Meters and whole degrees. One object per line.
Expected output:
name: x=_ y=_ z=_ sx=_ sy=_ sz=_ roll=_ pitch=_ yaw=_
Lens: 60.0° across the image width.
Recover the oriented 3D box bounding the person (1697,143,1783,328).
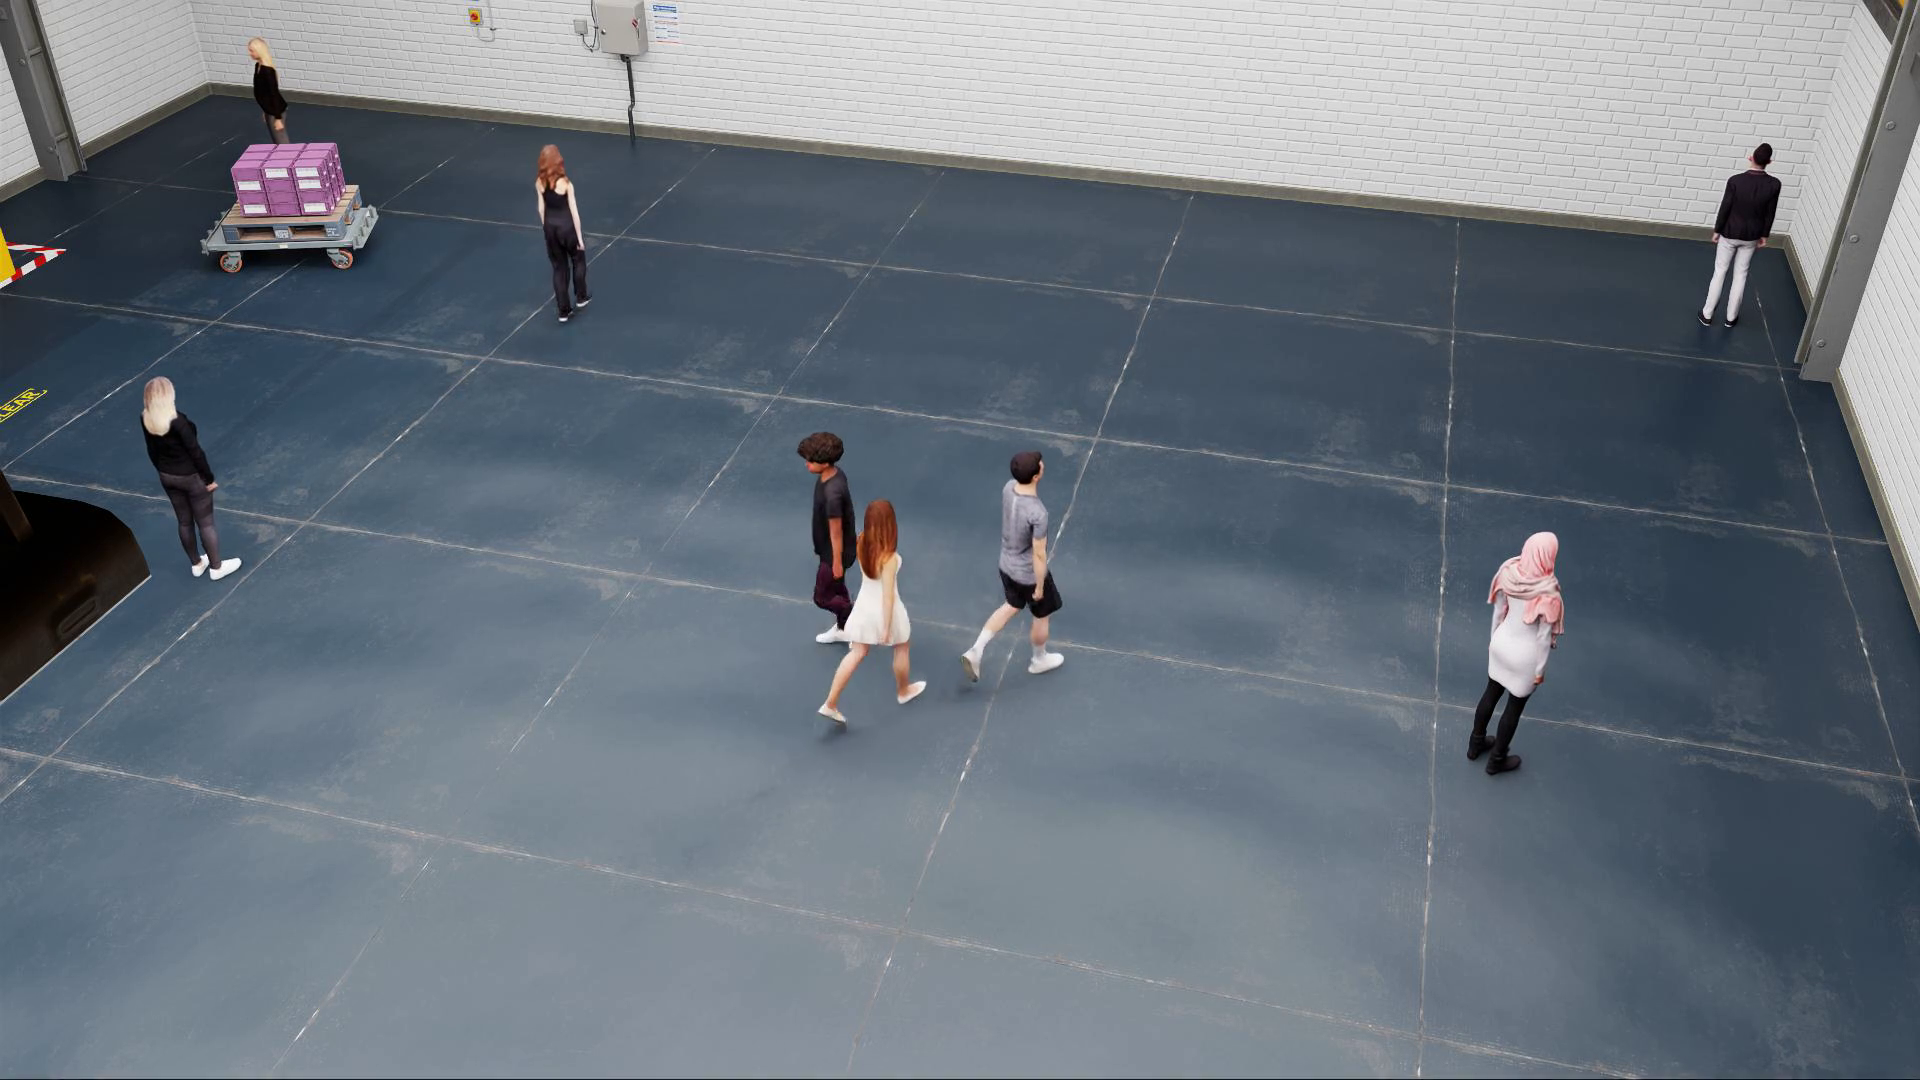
person: x=7.543 y=-2.944 z=16.077 sx=0.648 sy=1.844 sz=0.547 roll=9 pitch=35 yaw=14

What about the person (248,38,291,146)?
person: x=-7.731 y=-4.769 z=18.827 sx=0.736 sy=1.840 sz=0.693 roll=-22 pitch=39 yaw=-29

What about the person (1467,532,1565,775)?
person: x=3.545 y=0.722 z=10.602 sx=0.777 sy=1.801 sz=0.721 roll=-19 pitch=38 yaw=-26

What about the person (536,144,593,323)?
person: x=-3.920 y=-2.949 z=16.195 sx=0.651 sy=1.722 sz=0.804 roll=5 pitch=34 yaw=7

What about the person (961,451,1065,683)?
person: x=0.359 y=0.210 z=11.331 sx=1.140 sy=1.845 sz=1.057 roll=-19 pitch=38 yaw=-26

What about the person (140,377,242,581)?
person: x=-5.821 y=-0.451 z=12.468 sx=0.622 sy=1.687 sz=0.531 roll=9 pitch=35 yaw=13

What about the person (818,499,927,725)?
person: x=-0.614 y=0.509 z=11.025 sx=1.154 sy=1.686 sz=0.917 roll=-29 pitch=43 yaw=-36

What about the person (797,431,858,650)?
person: x=-0.809 y=0.018 z=11.692 sx=0.872 sy=1.766 sz=0.805 roll=-6 pitch=34 yaw=-9
